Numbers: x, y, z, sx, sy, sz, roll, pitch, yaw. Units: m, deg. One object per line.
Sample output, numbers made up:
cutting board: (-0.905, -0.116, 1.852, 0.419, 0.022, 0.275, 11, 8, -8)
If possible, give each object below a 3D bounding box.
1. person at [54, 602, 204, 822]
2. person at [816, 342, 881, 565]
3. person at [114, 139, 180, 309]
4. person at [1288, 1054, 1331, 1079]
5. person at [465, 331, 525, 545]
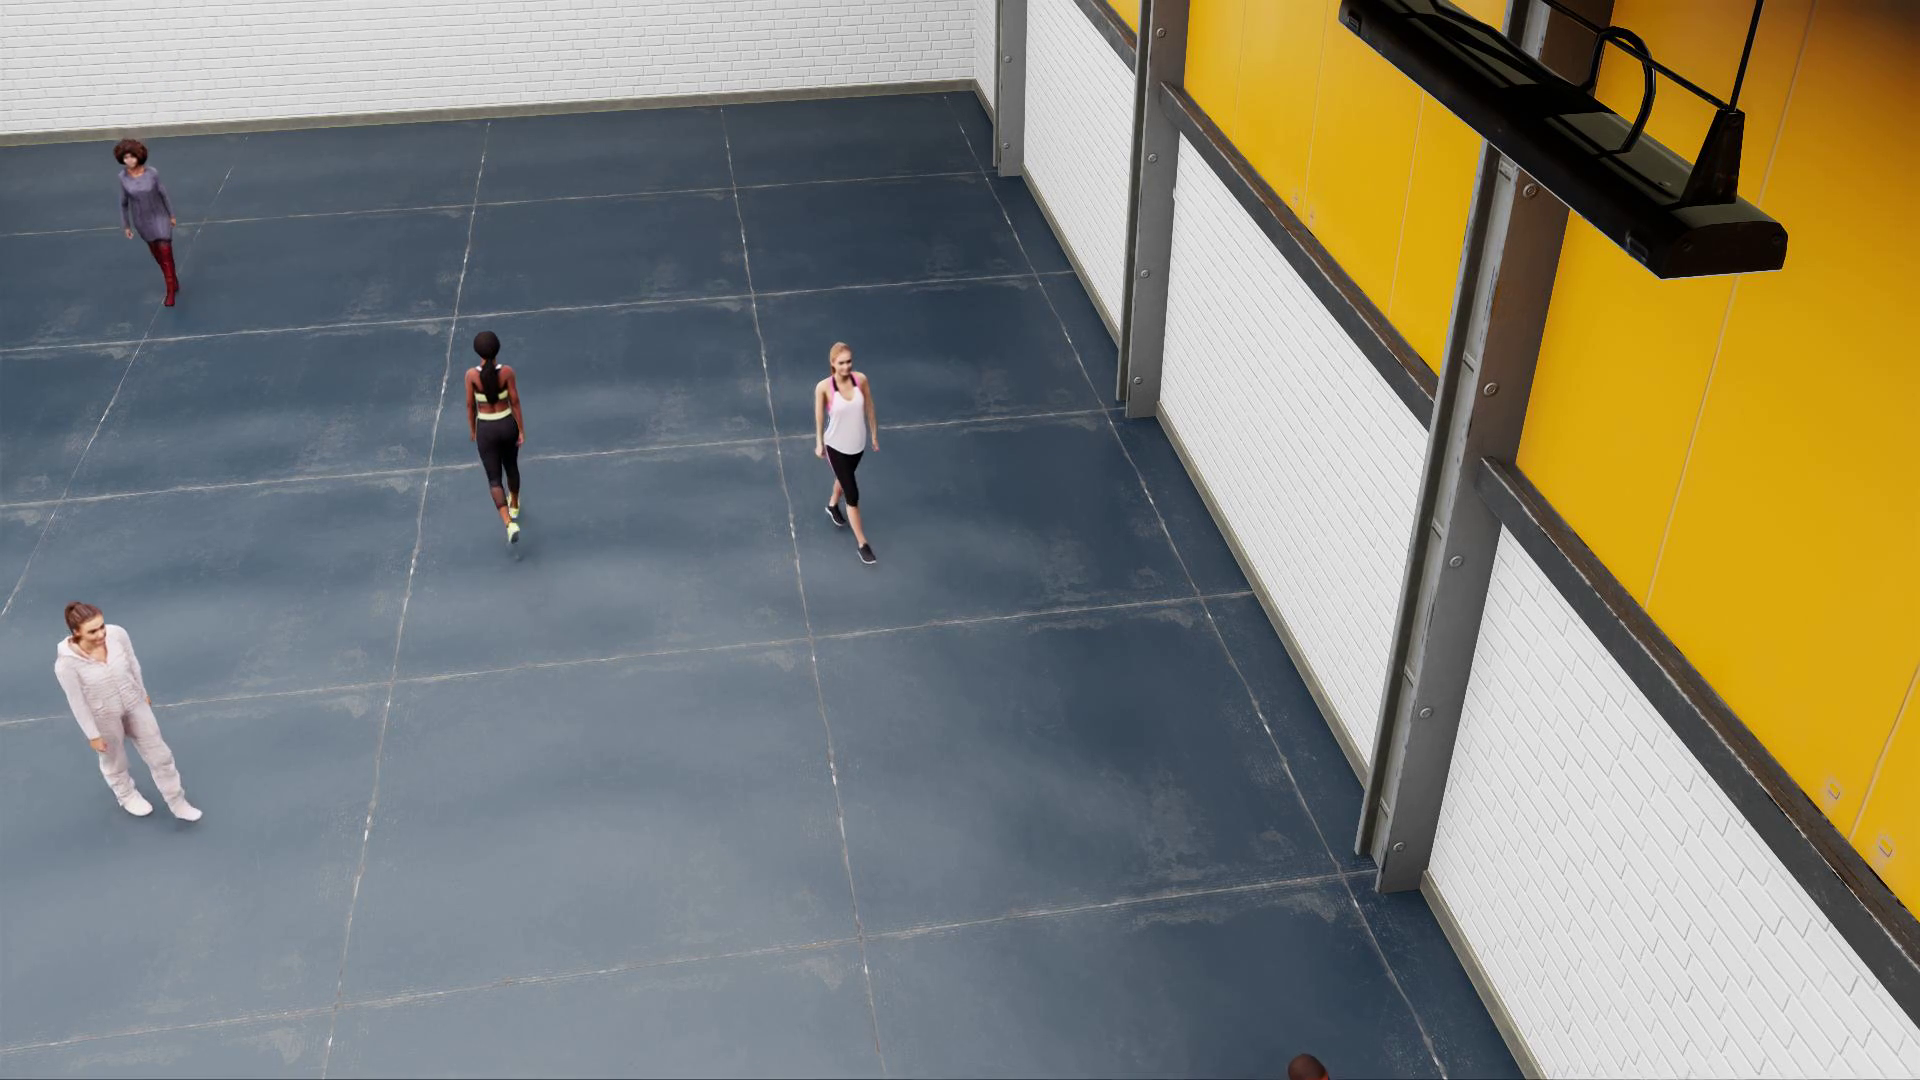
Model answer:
person: (-5.318, 1.043, 10.354, 1.006, 1.668, 0.945, 21, 39, 29)
person: (-0.918, -0.761, 13.006, 0.865, 1.738, 1.210, -16, 37, -22)
person: (-8.136, -3.225, 16.769, 0.657, 1.675, 1.067, -8, 34, -12)
person: (1.544, 2.875, 7.929, 0.643, 1.303, 0.598, 27, 42, 34)
person: (-3.622, -0.783, 13.045, 0.695, 1.730, 1.105, -12, 35, -17)
